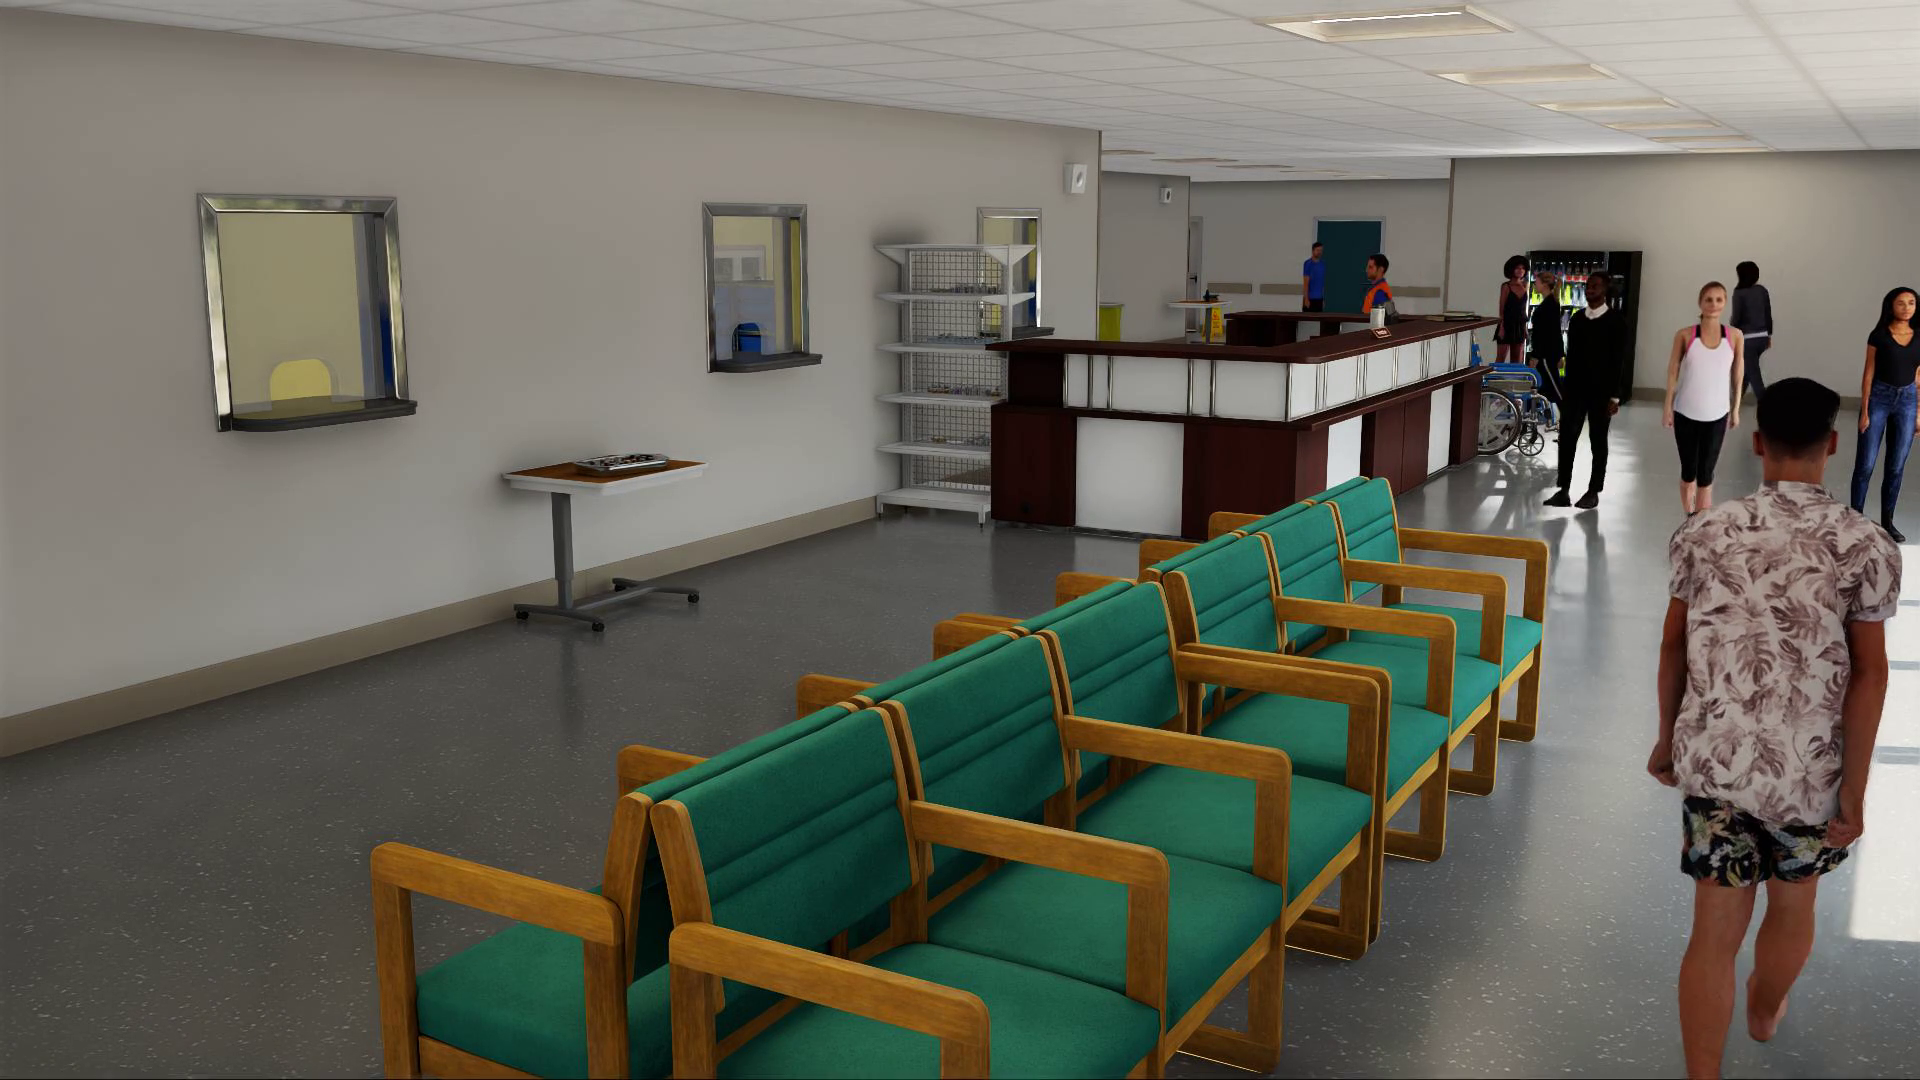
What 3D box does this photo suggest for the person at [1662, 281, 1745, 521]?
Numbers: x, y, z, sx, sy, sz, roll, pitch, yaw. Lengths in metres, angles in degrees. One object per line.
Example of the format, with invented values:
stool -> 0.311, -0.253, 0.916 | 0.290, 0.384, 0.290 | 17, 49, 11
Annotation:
person -> 4.918, -0.802, 11.058 | 1.100, 1.747, 0.764 | 5, 12, 23

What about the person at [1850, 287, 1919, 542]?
person -> 6.365, -0.864, 11.408 | 0.593, 1.739, 0.704 | 1, 11, 6

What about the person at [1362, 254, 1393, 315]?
person -> 4.371, -1.969, 17.018 | 1.342, 1.817, 0.998 | 2, 11, 8

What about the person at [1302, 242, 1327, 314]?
person -> 5.886, -4.033, 27.764 | 0.699, 1.867, 0.708 | -7, 13, -33

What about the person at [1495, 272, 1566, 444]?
person -> 5.818, -1.731, 16.194 | 1.022, 1.658, 0.629 | 7, 13, 31

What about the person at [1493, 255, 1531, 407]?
person -> 6.619, -2.514, 19.967 | 0.659, 1.789, 0.710 | -4, 11, -19

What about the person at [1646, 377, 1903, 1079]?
person -> 1.889, 0.558, 3.892 | 1.127, 1.747, 0.747 | 8, 13, 35

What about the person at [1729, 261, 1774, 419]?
person -> 8.853, -2.192, 18.440 | 0.961, 1.726, 1.078 | -3, 11, -16

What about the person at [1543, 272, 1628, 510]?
person -> 4.849, -1.123, 12.635 | 0.874, 1.789, 0.896 | -10, 15, -42
